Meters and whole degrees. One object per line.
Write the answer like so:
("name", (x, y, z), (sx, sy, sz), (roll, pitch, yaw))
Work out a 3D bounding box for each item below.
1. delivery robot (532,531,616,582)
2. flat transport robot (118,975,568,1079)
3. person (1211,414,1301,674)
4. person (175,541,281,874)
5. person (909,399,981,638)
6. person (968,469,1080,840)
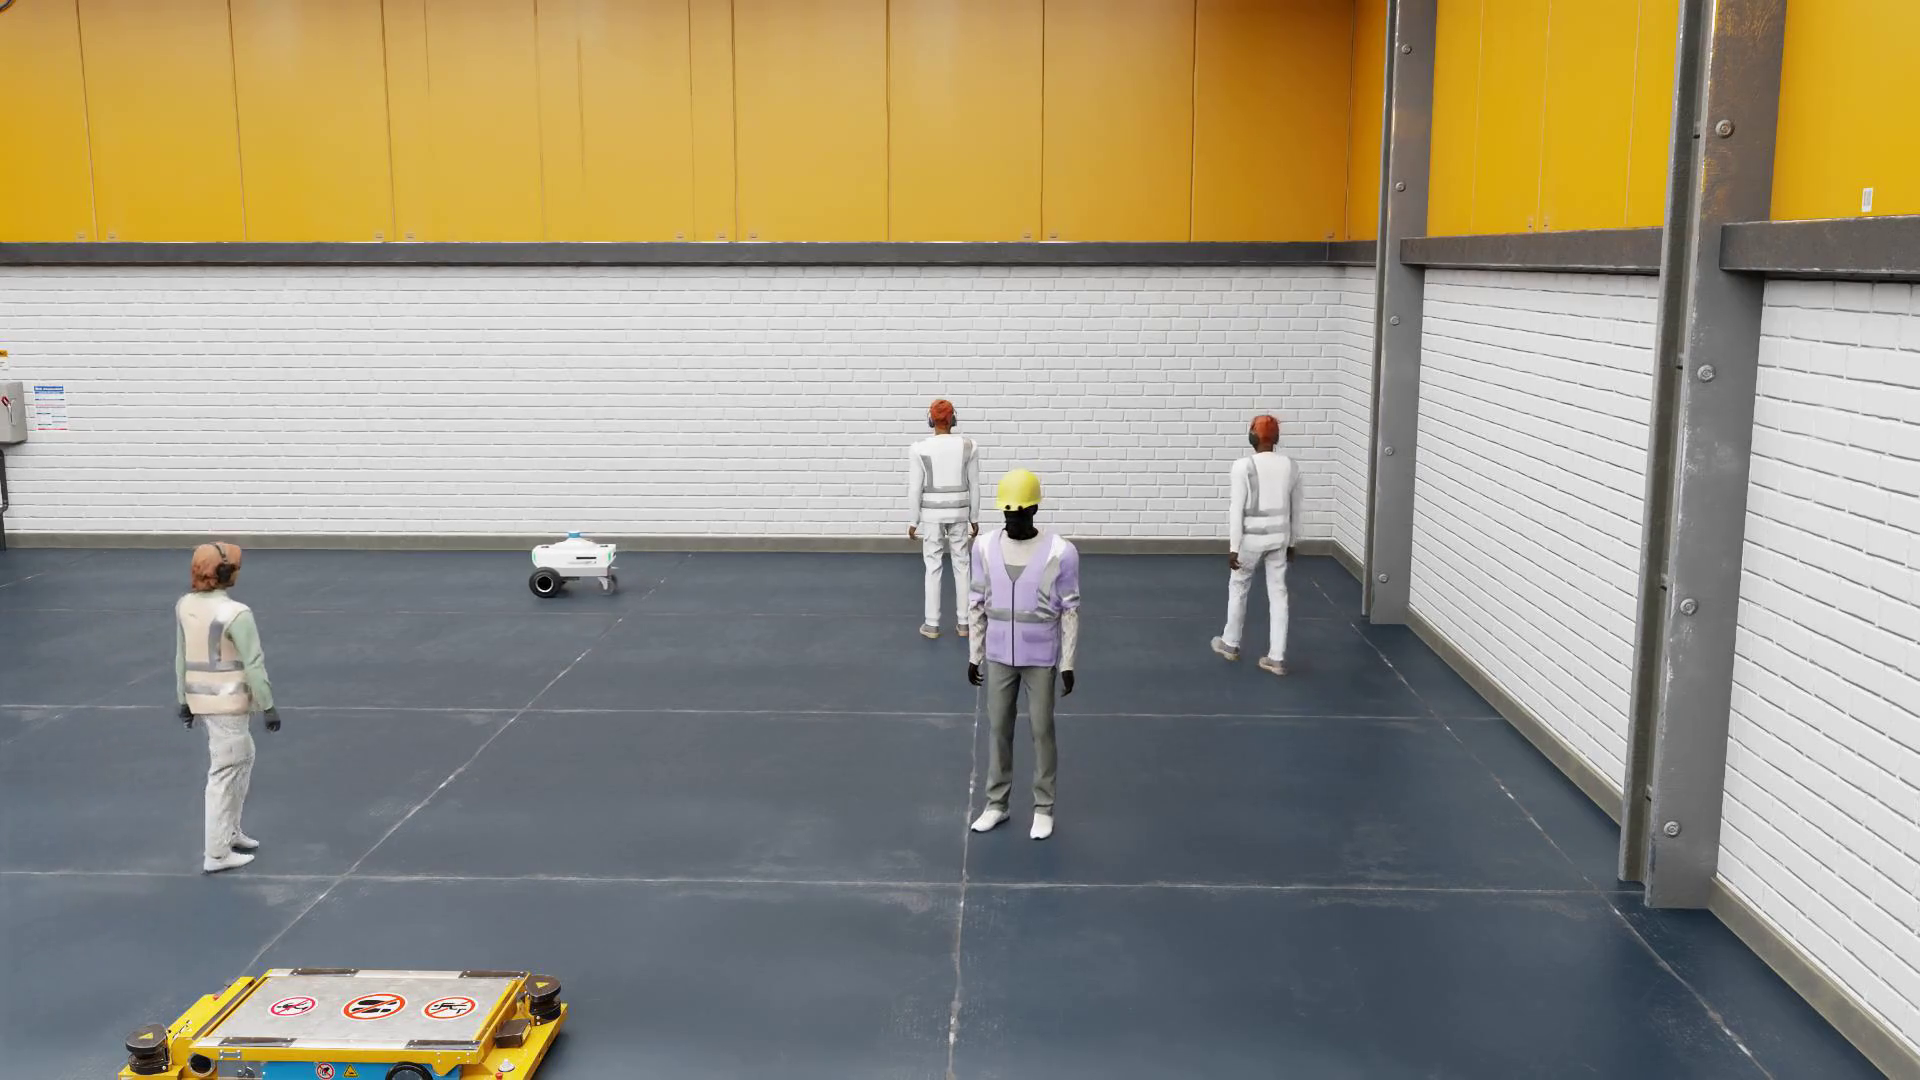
("delivery robot", (-3.416, 0.162, 14.761), (0.707, 0.478, 0.477), (-1, 10, -4))
("flat transport robot", (-2.249, 1.820, 6.161), (1.431, 0.197, 0.652), (0, 10, 2))
("person", (2.160, 0.005, 12.162), (0.619, 1.846, 0.876), (-3, 10, -19))
("person", (-3.547, 0.807, 8.125), (0.531, 1.619, 0.502), (7, 12, 35))
("person", (-0.122, -0.168, 13.076), (0.573, 1.886, 0.353), (-2, 10, -12))
("person", (0.310, 0.586, 8.550), (0.594, 1.922, 0.386), (4, 10, 21))
